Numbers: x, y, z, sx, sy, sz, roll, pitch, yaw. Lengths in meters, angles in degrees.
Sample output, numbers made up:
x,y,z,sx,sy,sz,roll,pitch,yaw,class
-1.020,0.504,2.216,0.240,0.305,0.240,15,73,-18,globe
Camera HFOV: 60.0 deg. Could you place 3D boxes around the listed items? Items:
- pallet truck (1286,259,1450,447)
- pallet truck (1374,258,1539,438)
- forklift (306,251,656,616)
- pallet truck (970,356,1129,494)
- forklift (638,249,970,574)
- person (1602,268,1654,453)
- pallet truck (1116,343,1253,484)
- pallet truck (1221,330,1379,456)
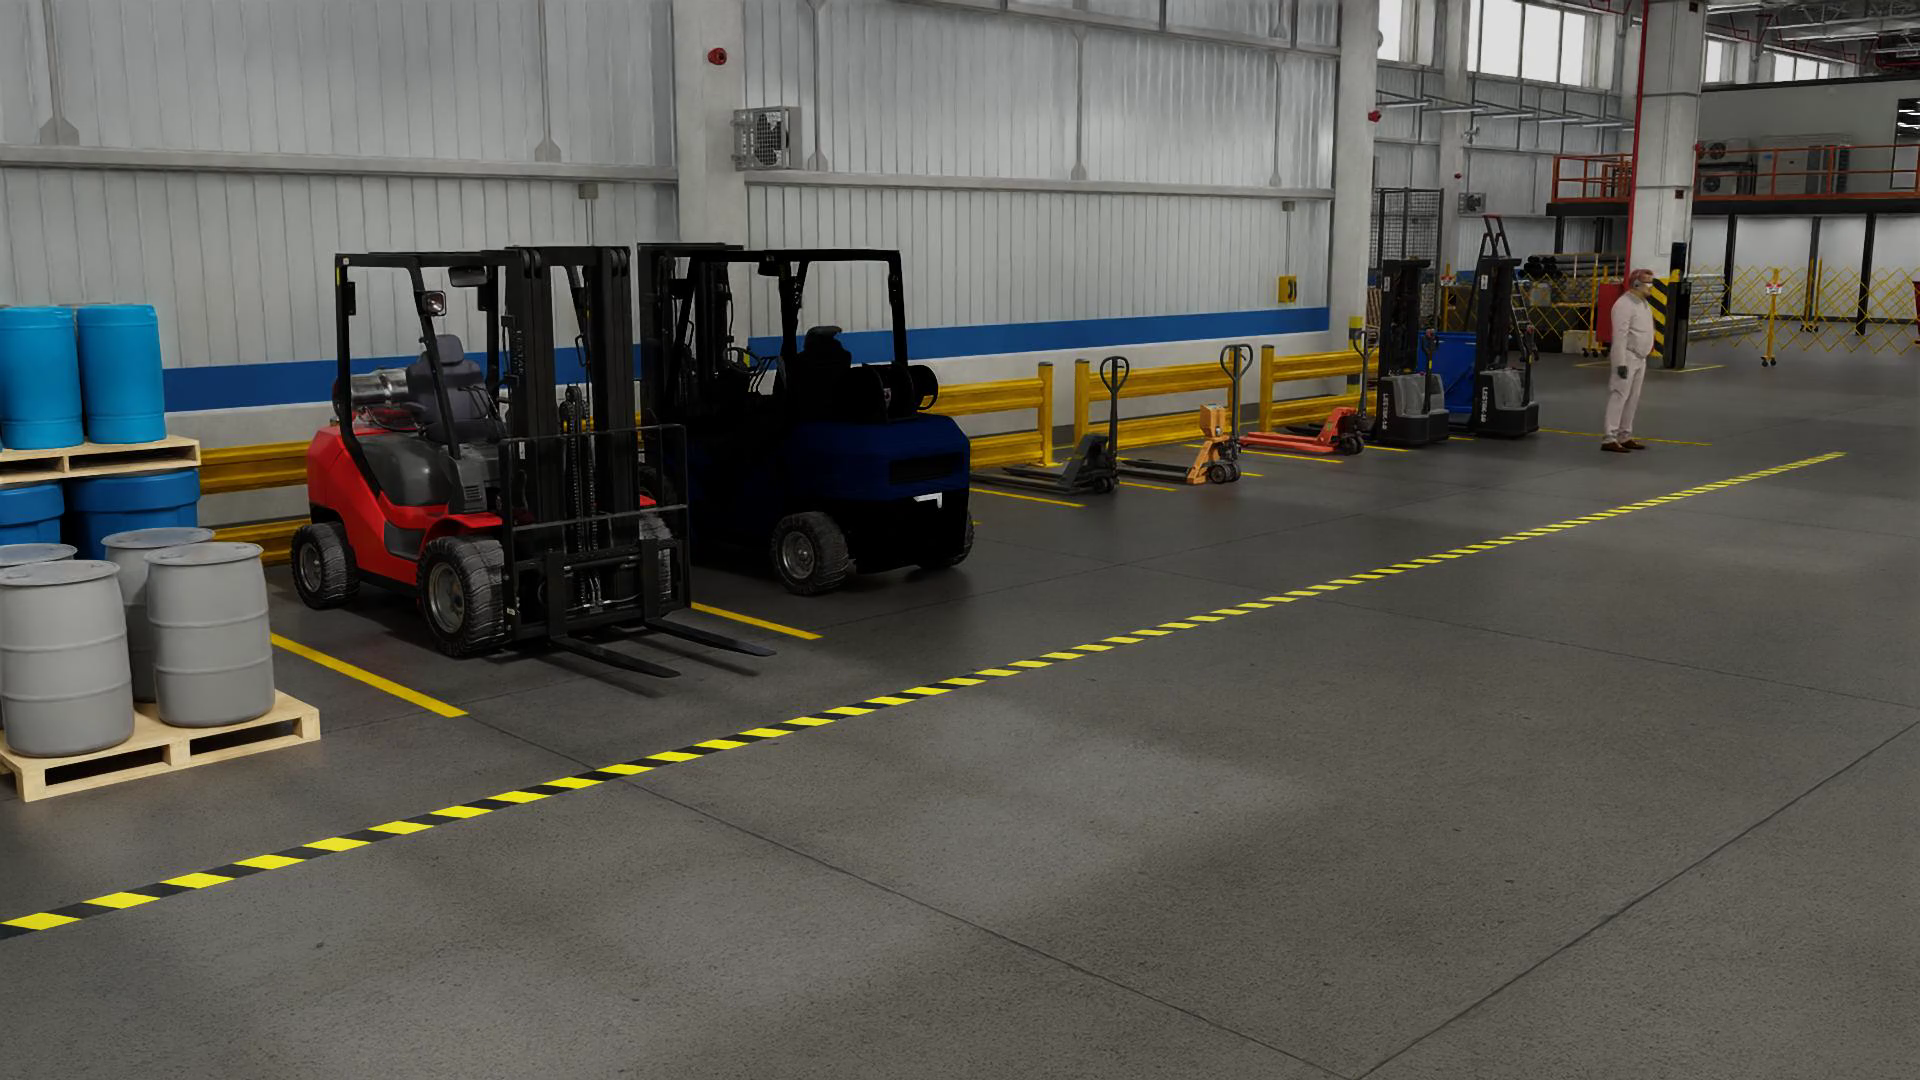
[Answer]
x,y,z,sx,sy,sz,roll,pitch,yaw,class
4.493,-2.078,18.196,0.823,1.965,1.885,-9,14,-40,pallet truck
5.704,-2.208,18.901,1.885,1.965,0.823,10,14,43,pallet truck
-2.833,-0.669,9.694,1.157,1.987,2.680,-10,14,-44,forklift
0.784,-1.085,14.876,0.680,1.201,1.601,-10,14,-44,pallet truck
-1.173,-0.958,11.239,2.680,1.987,1.157,10,14,43,forklift
6.984,-1.858,17.276,0.649,1.901,0.398,-10,14,-43,person
1.962,-1.215,15.415,1.522,1.261,0.704,10,14,43,pallet truck
3.563,-1.581,17.381,0.653,1.274,1.630,-10,14,-44,pallet truck
